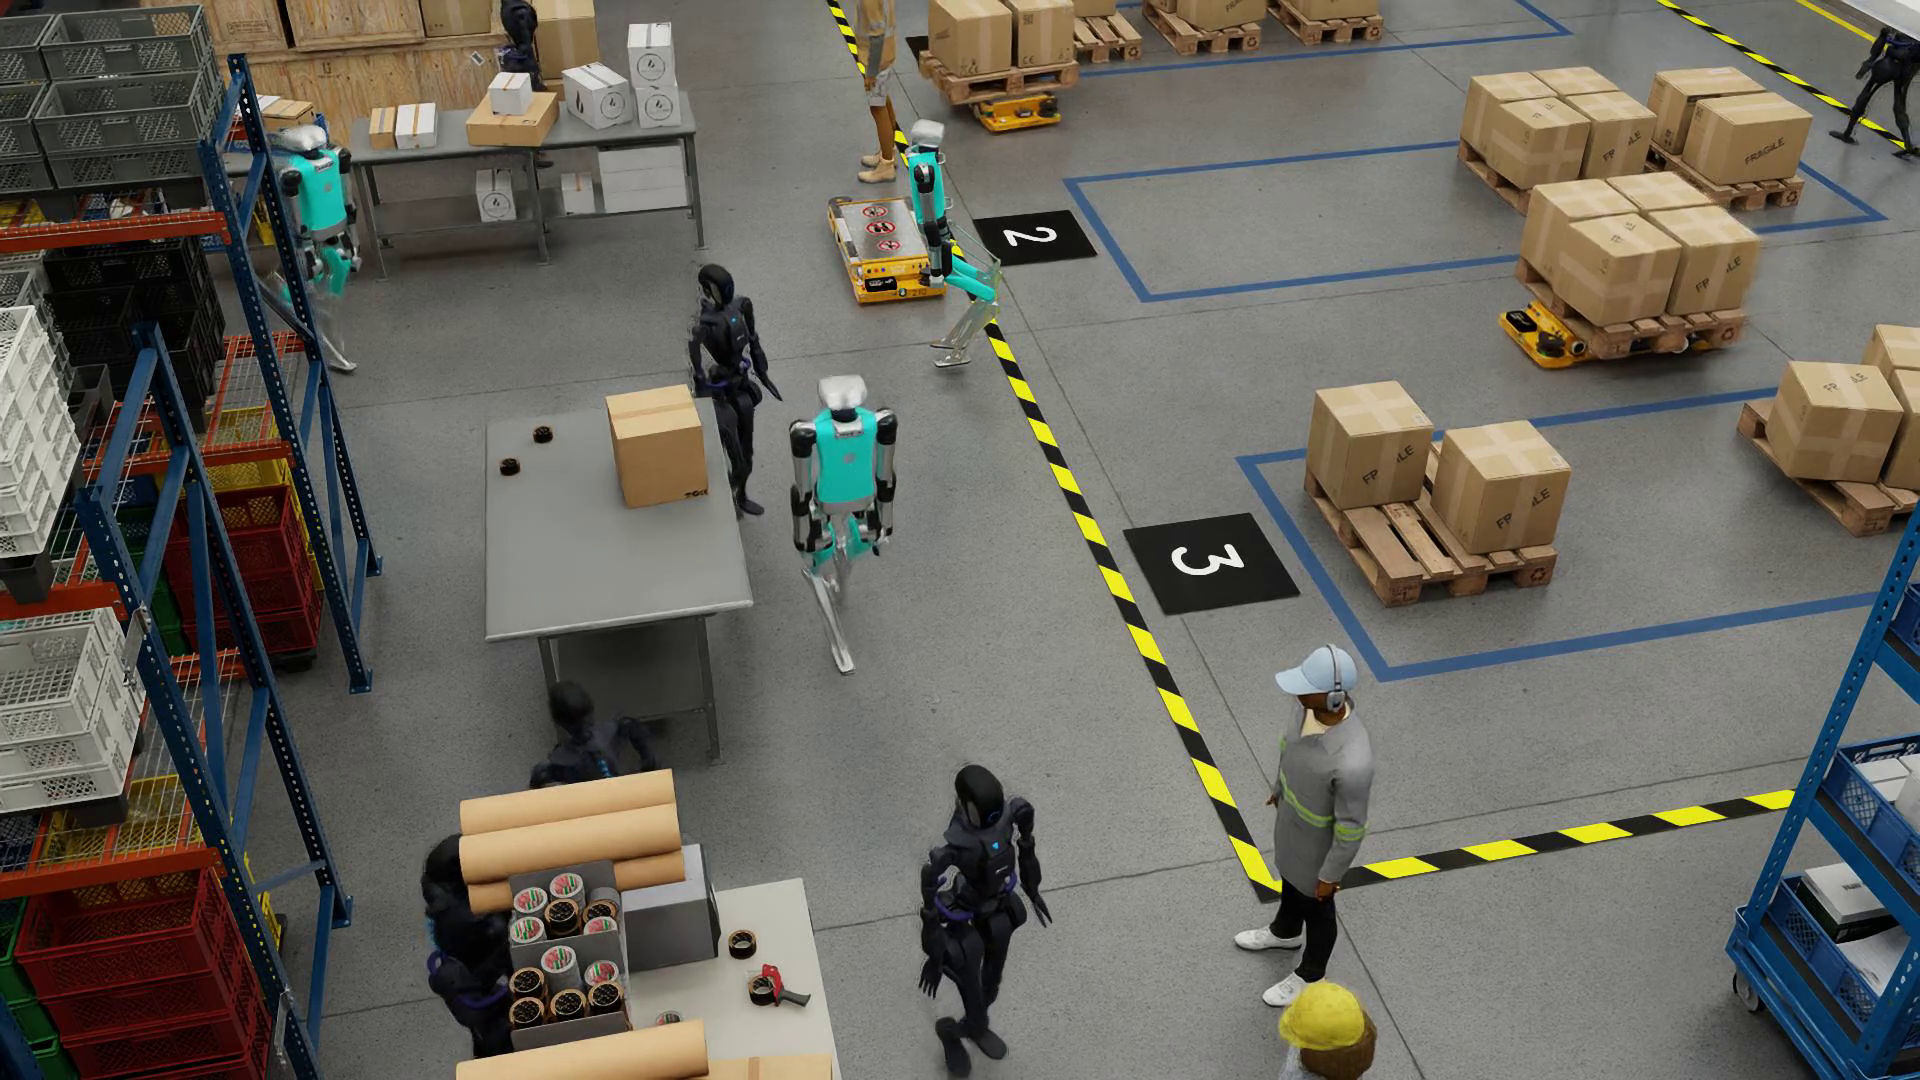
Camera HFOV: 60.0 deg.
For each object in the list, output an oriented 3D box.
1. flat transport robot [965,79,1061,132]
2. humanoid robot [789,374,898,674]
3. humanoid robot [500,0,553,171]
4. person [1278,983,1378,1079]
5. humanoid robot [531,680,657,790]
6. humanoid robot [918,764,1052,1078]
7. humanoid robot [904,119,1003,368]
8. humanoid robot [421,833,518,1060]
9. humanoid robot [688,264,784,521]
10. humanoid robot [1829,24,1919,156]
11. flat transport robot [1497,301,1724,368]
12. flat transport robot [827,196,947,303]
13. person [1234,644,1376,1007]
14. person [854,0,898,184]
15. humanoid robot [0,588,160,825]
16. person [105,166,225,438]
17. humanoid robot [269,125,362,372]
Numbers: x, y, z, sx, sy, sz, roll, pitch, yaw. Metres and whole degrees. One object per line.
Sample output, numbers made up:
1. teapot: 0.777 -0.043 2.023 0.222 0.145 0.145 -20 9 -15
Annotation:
1. flat transport robot: 0.321 -4.071 15.001 0.652 0.197 1.431 -14 39 -18
2. humanoid robot: -0.666 -0.169 8.601 0.548 1.834 0.855 -12 38 -15
3. humanoid robot: -3.513 -3.820 13.505 0.335 1.644 0.591 -15 39 -19
4. person: 1.138 2.062 5.553 0.308 1.734 0.483 0 37 0
5. humanoid robot: -1.411 1.217 6.776 0.601 1.635 0.743 -31 46 -35
6. humanoid robot: 0.092 1.462 6.412 0.615 1.647 0.343 -26 44 -31
7. humanoid robot: 0.021 -1.911 10.779 0.735 1.677 0.533 -2 37 -2
8. humanoid robot: -1.762 1.662 6.150 0.605 1.651 0.391 28 45 32
9. humanoid robot: -1.283 -0.826 9.482 0.359 1.654 0.601 22 42 27
10. humanoid robot: 7.815 -3.998 13.781 0.594 1.641 0.740 -15 39 -20
11. flat transport robot: 4.559 -1.514 11.565 1.431 0.197 0.652 -8 37 -10
12. flat transport robot: -0.570 -2.220 12.538 0.659 0.231 1.431 -8 37 -10
13. person: 1.380 1.149 6.682 0.399 1.851 0.592 -7 37 -9
14. person: -0.701 -3.845 13.244 0.397 2.033 0.610 3 37 4
15. humanoid robot: -4.056 0.691 7.394 1.032 1.737 0.558 -1 37 -1
16. person: -4.925 -1.481 10.236 0.506 1.837 0.333 29 46 33
17. humanoid robot: -4.238 -1.826 10.875 0.720 1.899 0.542 19 41 24
